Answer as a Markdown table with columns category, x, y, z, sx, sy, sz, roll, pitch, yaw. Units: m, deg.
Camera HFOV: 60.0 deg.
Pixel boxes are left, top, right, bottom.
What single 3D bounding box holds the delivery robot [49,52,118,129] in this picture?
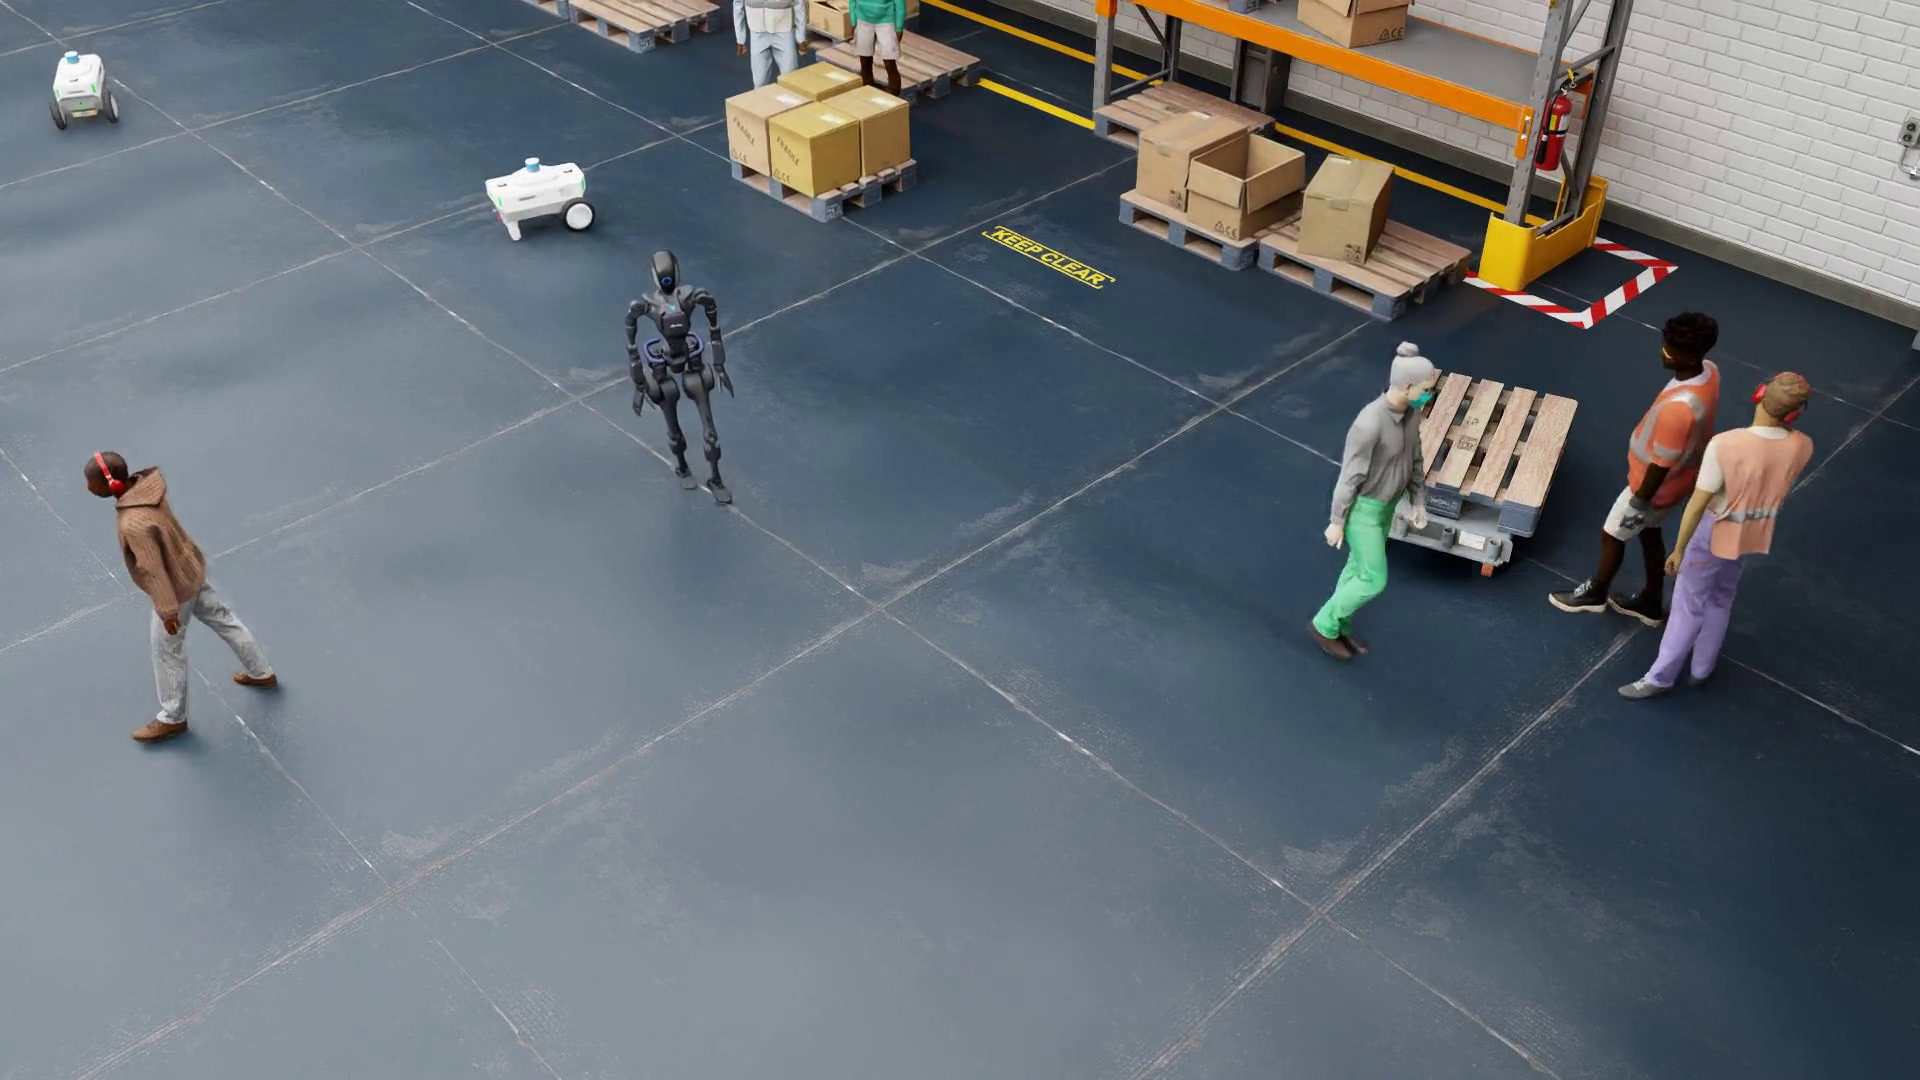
| category | x | y | z | sx | sy | sz | roll | pitch | yaw |
| --- | --- | --- | --- | --- | --- | --- | --- | --- | --- |
| delivery robot | -7.676 | -3.952 | 14.533 | 0.499 | 0.600 | 0.804 | -12 | 39 | -15 |

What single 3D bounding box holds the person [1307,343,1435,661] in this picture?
| category | x | y | z | sx | sy | sz | roll | pitch | yaw |
| --- | --- | --- | --- | --- | --- | --- | --- | --- | --- |
| person | 2.129 | -0.171 | 8.468 | 0.444 | 1.831 | 0.538 | 26 | 44 | 30 |

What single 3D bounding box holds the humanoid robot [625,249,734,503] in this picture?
| category | x | y | z | sx | sy | sz | roll | pitch | yaw |
| --- | --- | --- | --- | --- | --- | --- | --- | --- | --- |
| humanoid robot | -1.616 | -0.949 | 9.630 | 0.600 | 1.636 | 0.550 | -14 | 39 | -17 |

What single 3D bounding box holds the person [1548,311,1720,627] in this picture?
| category | x | y | z | sx | sy | sz | roll | pitch | yaw |
| --- | --- | --- | --- | --- | --- | --- | --- | --- | --- |
| person | 3.542 | -0.350 | 8.610 | 0.519 | 1.938 | 0.649 | 25 | 44 | 29 |

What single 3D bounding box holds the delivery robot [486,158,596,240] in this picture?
| category | x | y | z | sx | sy | sz | roll | pitch | yaw |
| --- | --- | --- | --- | --- | --- | --- | --- | --- | --- |
| delivery robot | -3.219 | -2.648 | 12.816 | 0.784 | 0.613 | 0.520 | -19 | 41 | -23 |

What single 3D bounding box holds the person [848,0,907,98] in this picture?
| category | x | y | z | sx | sy | sz | roll | pitch | yaw |
| --- | --- | --- | --- | --- | --- | --- | --- | --- | --- |
| person | -0.686 | -4.405 | 14.063 | 0.507 | 1.842 | 0.392 | 13 | 39 | 16 |

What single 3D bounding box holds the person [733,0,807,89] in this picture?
| category | x | y | z | sx | sy | sz | roll | pitch | yaw |
| --- | --- | --- | --- | --- | --- | --- | --- | --- | --- |
| person | -1.556 | -4.186 | 13.720 | 0.600 | 1.904 | 0.394 | 2 | 37 | 3 |

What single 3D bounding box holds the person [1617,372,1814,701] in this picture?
| category | x | y | z | sx | sy | sz | roll | pitch | yaw |
| --- | --- | --- | --- | --- | --- | --- | --- | --- | --- |
| person | 3.738 | 0.030 | 8.224 | 0.738 | 1.808 | 0.391 | -11 | 38 | -14 |

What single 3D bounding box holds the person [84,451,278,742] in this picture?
| category | x | y | z | sx | sy | sz | roll | pitch | yaw |
| --- | --- | --- | --- | --- | --- | --- | --- | --- | --- |
| person | -3.884 | 0.240 | 8.098 | 0.764 | 1.614 | 0.544 | -10 | 38 | -14 |
